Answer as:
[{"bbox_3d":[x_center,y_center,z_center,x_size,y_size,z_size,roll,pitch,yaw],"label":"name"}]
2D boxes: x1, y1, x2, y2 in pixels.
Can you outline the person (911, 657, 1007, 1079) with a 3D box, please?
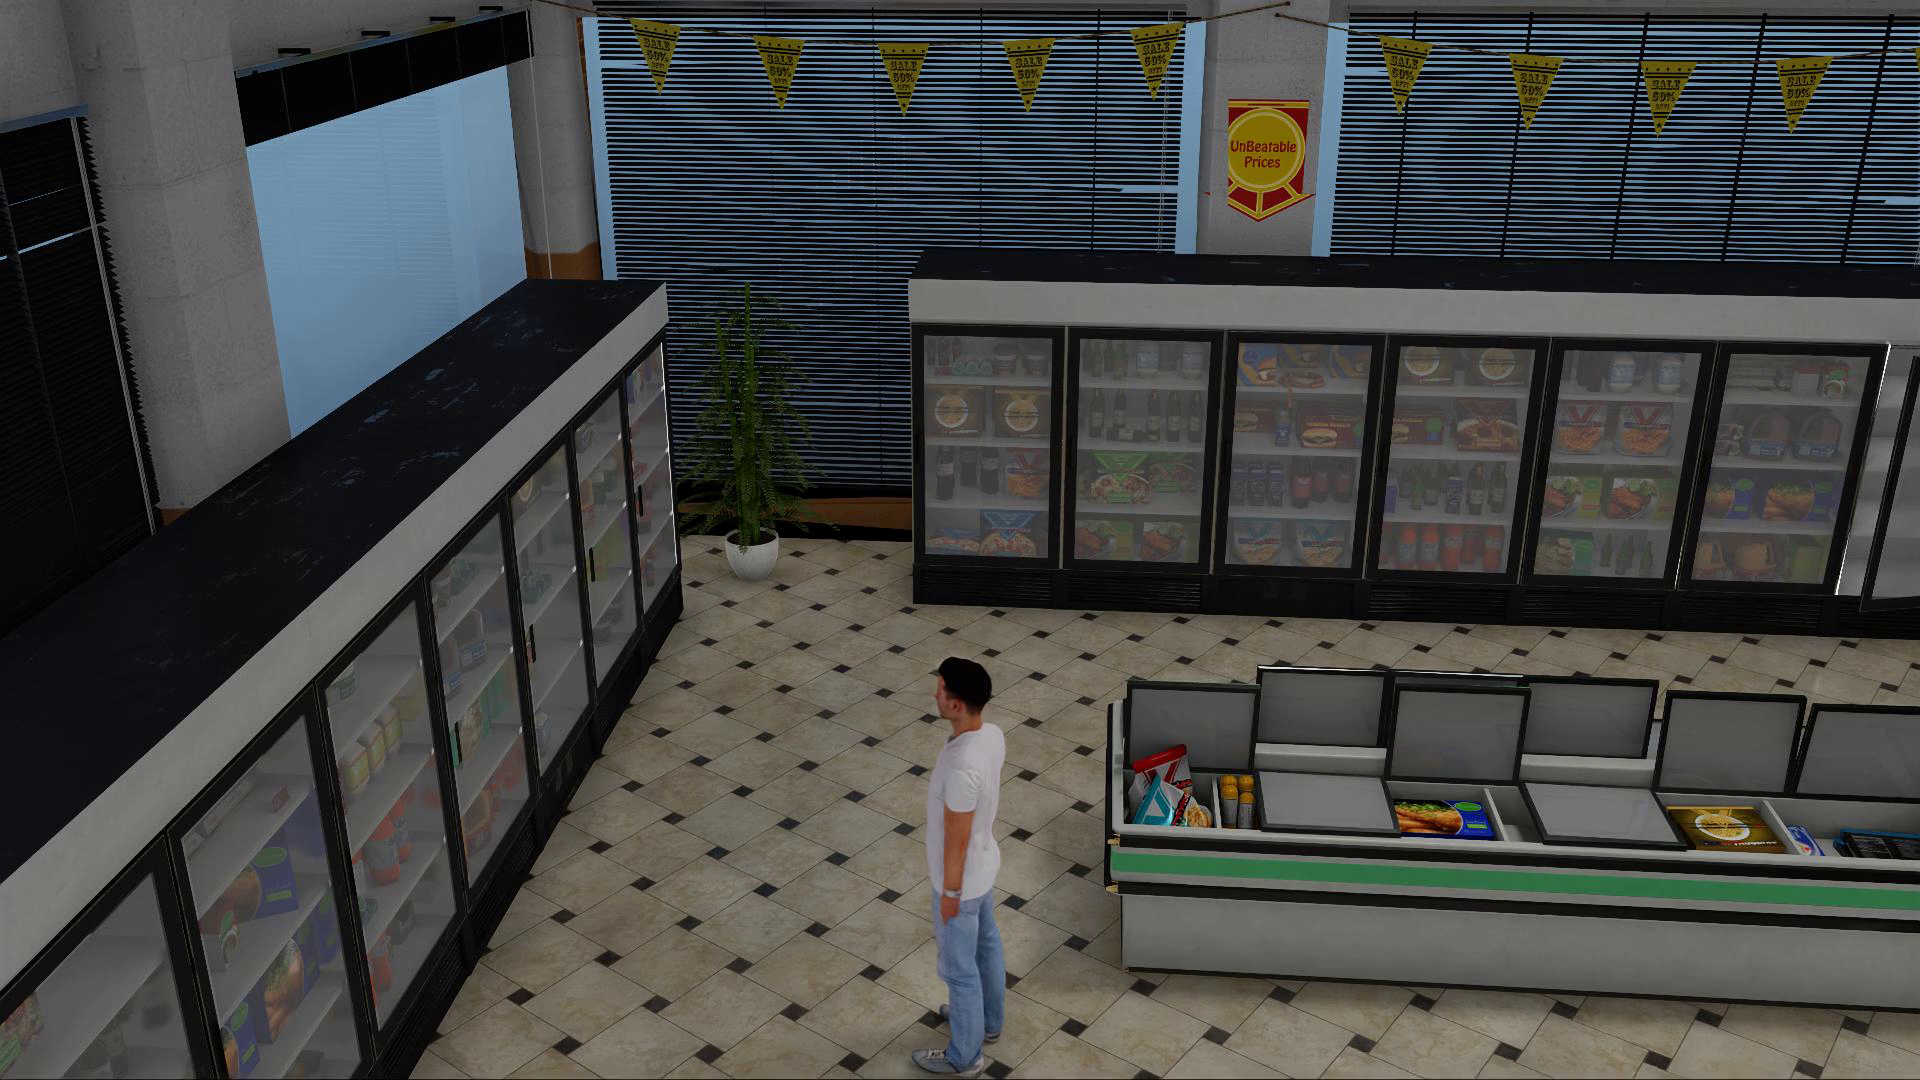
[{"bbox_3d":[0.027,1.343,6.844,0.643,1.861,0.720,7,23,17],"label":"person"}]
